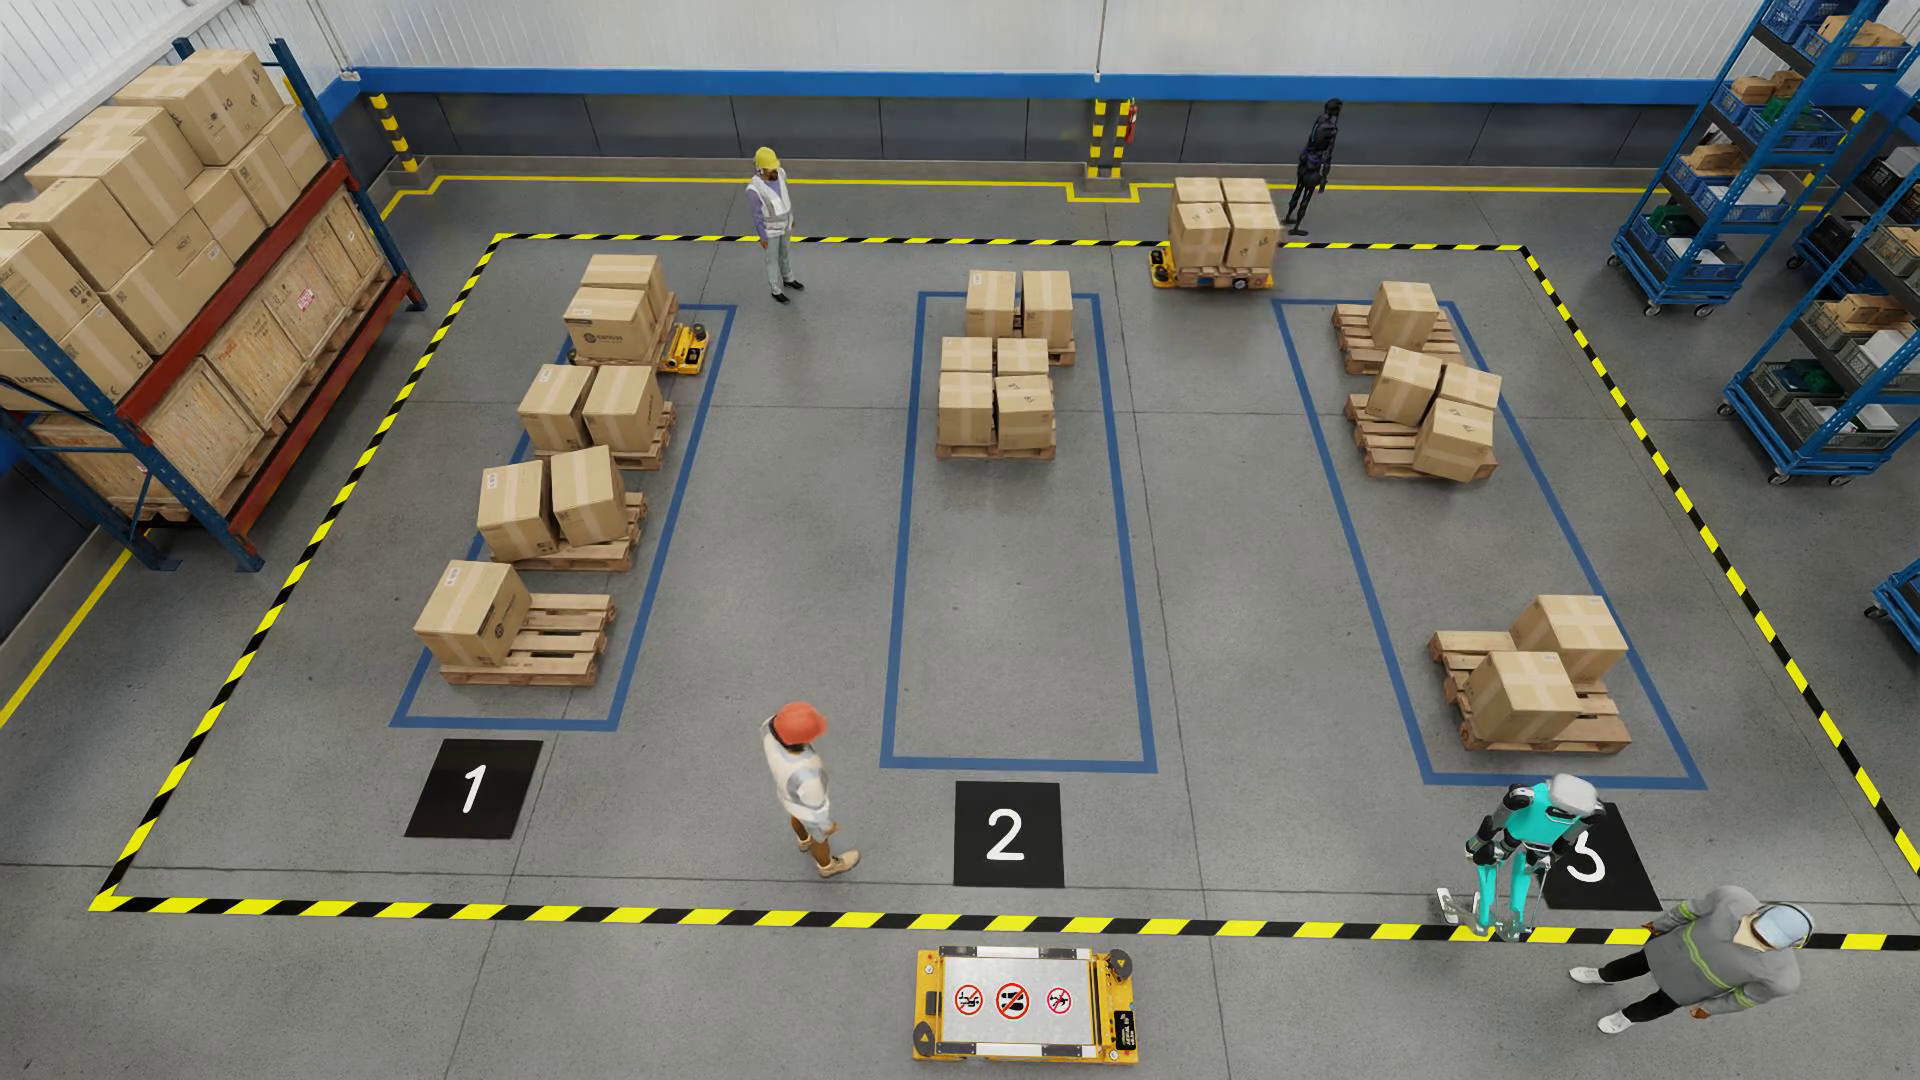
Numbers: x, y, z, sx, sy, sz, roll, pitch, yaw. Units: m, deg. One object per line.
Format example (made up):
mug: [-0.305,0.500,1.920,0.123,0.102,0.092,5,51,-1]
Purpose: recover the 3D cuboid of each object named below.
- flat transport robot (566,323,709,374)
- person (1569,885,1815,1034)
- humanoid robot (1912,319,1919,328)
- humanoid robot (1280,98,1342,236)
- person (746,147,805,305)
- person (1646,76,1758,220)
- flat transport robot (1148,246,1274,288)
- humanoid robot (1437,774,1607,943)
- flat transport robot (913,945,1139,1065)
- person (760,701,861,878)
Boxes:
flat transport robot: [-3.586,-2.149,10.220,1.431,0.197,0.652,1,51,1]
person: [4.318,2.505,5.422,0.368,1.852,0.589,-6,51,-5]
humanoid robot: [10.506,-2.562,9.659,0.315,1.653,0.599,21,54,16]
humanoid robot: [4.365,-4.616,11.328,0.315,1.659,0.599,-7,51,-6]
person: [-2.079,-3.569,10.385,0.404,1.834,0.590,25,55,19]
person: [9.233,-4.768,11.340,0.533,1.869,0.315,-5,51,-4]
flat transport robot: [3.066,-3.360,11.207,1.431,0.197,0.652,1,51,1]
humanoid robot: [3.480,2.117,5.725,0.533,1.677,0.735,10,51,8]
flat transport robot: [0.422,3.041,6.007,1.431,0.231,0.659,1,51,1]
person: [-0.985,1.640,6.014,0.406,2.031,0.607,-30,57,-22]
